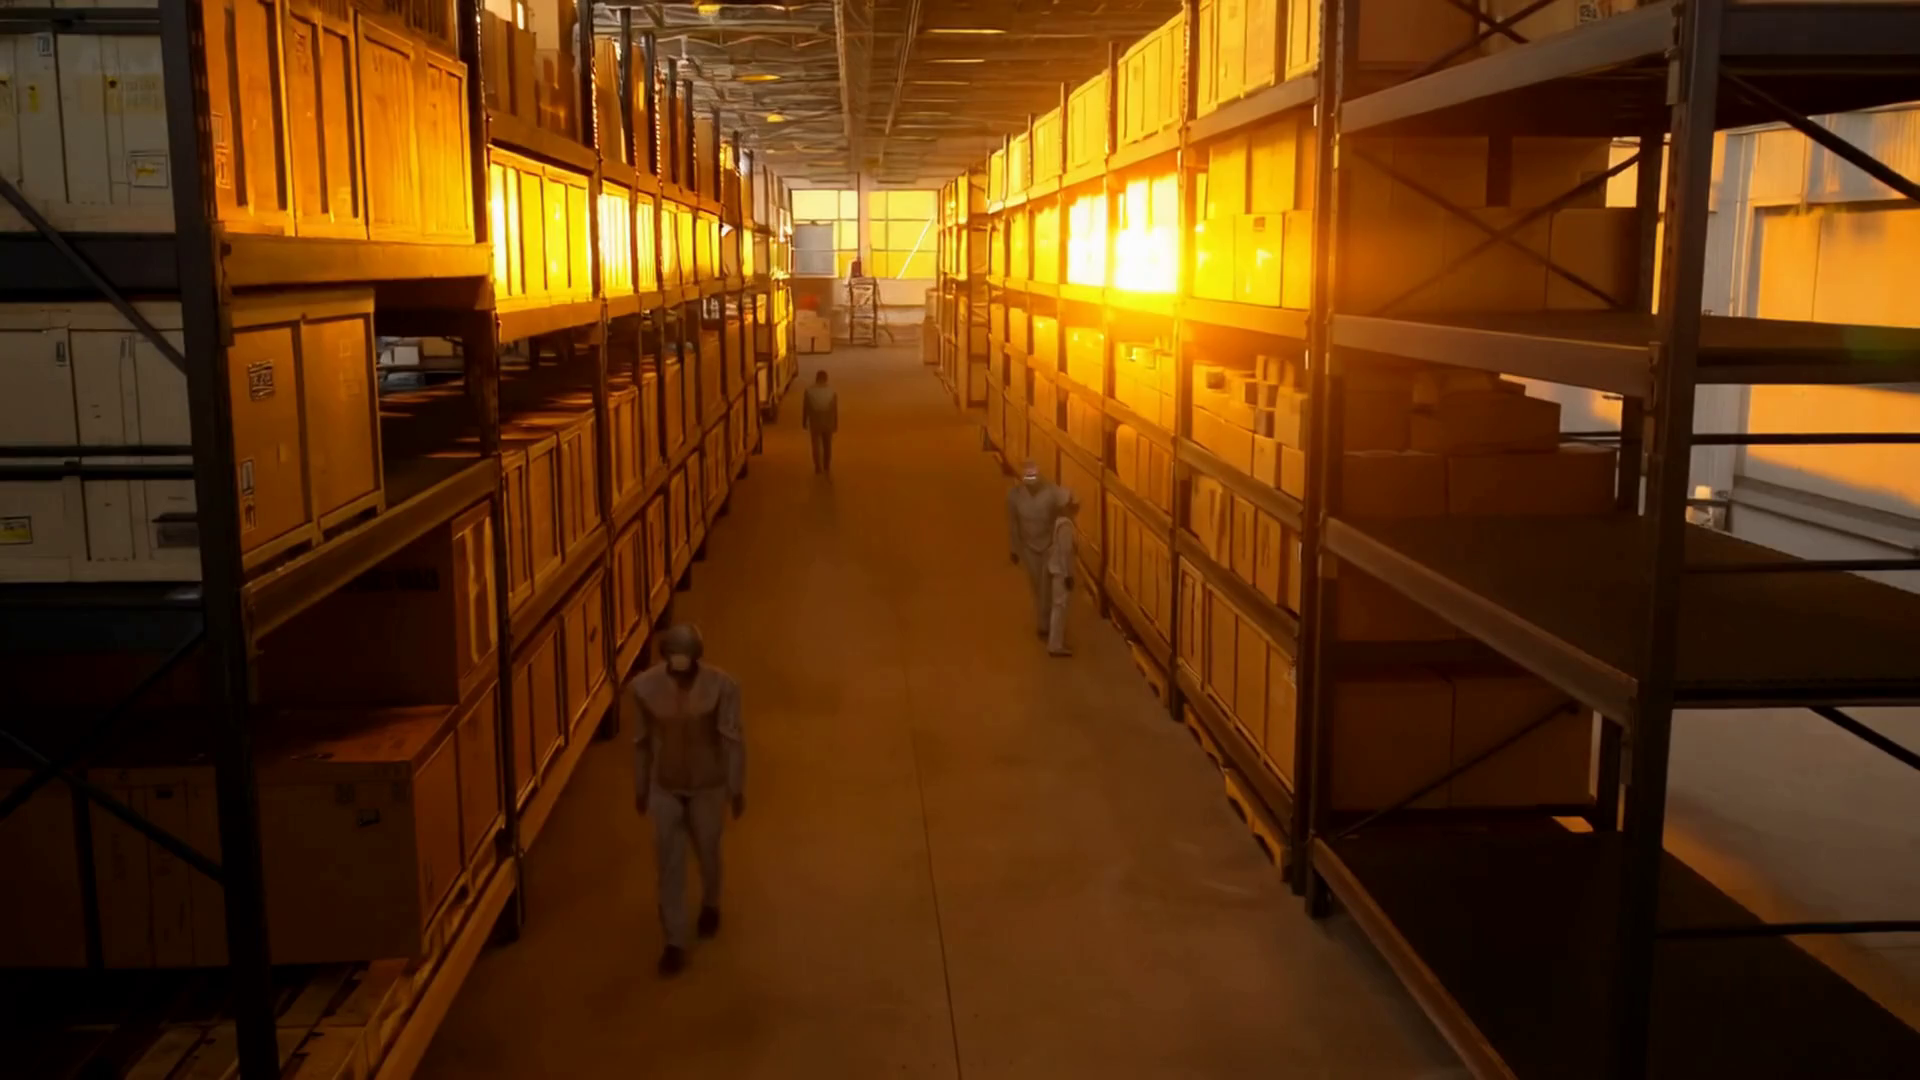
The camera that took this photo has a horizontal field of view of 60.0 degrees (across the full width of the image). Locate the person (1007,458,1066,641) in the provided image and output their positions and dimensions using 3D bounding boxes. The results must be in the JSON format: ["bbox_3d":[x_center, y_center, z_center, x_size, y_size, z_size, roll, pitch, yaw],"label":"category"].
[{"bbox_3d":[0.774,0.086,16.991,0.680,1.860,0.832,4,11,25],"label":"person"}]

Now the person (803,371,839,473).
[{"bbox_3d":[-2.555,-2.178,30.539,0.651,1.858,0.987,-1,10,-7],"label":"person"}]

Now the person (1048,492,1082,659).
[{"bbox_3d":[1.019,0.339,16.195,0.321,1.628,0.529,0,10,1],"label":"person"}]

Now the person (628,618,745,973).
[{"bbox_3d":[-1.510,1.356,9.250,0.645,1.917,0.793,0,10,2],"label":"person"}]

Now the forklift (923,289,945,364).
[{"bbox_3d":[-0.807,-8.115,62.942,1.129,2.768,1.873,-1,10,-3],"label":"forklift"}]

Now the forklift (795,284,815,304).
[{"bbox_3d":[-7.102,-10.351,76.299,1.129,2.768,1.873,-1,10,-7],"label":"forklift"}]
